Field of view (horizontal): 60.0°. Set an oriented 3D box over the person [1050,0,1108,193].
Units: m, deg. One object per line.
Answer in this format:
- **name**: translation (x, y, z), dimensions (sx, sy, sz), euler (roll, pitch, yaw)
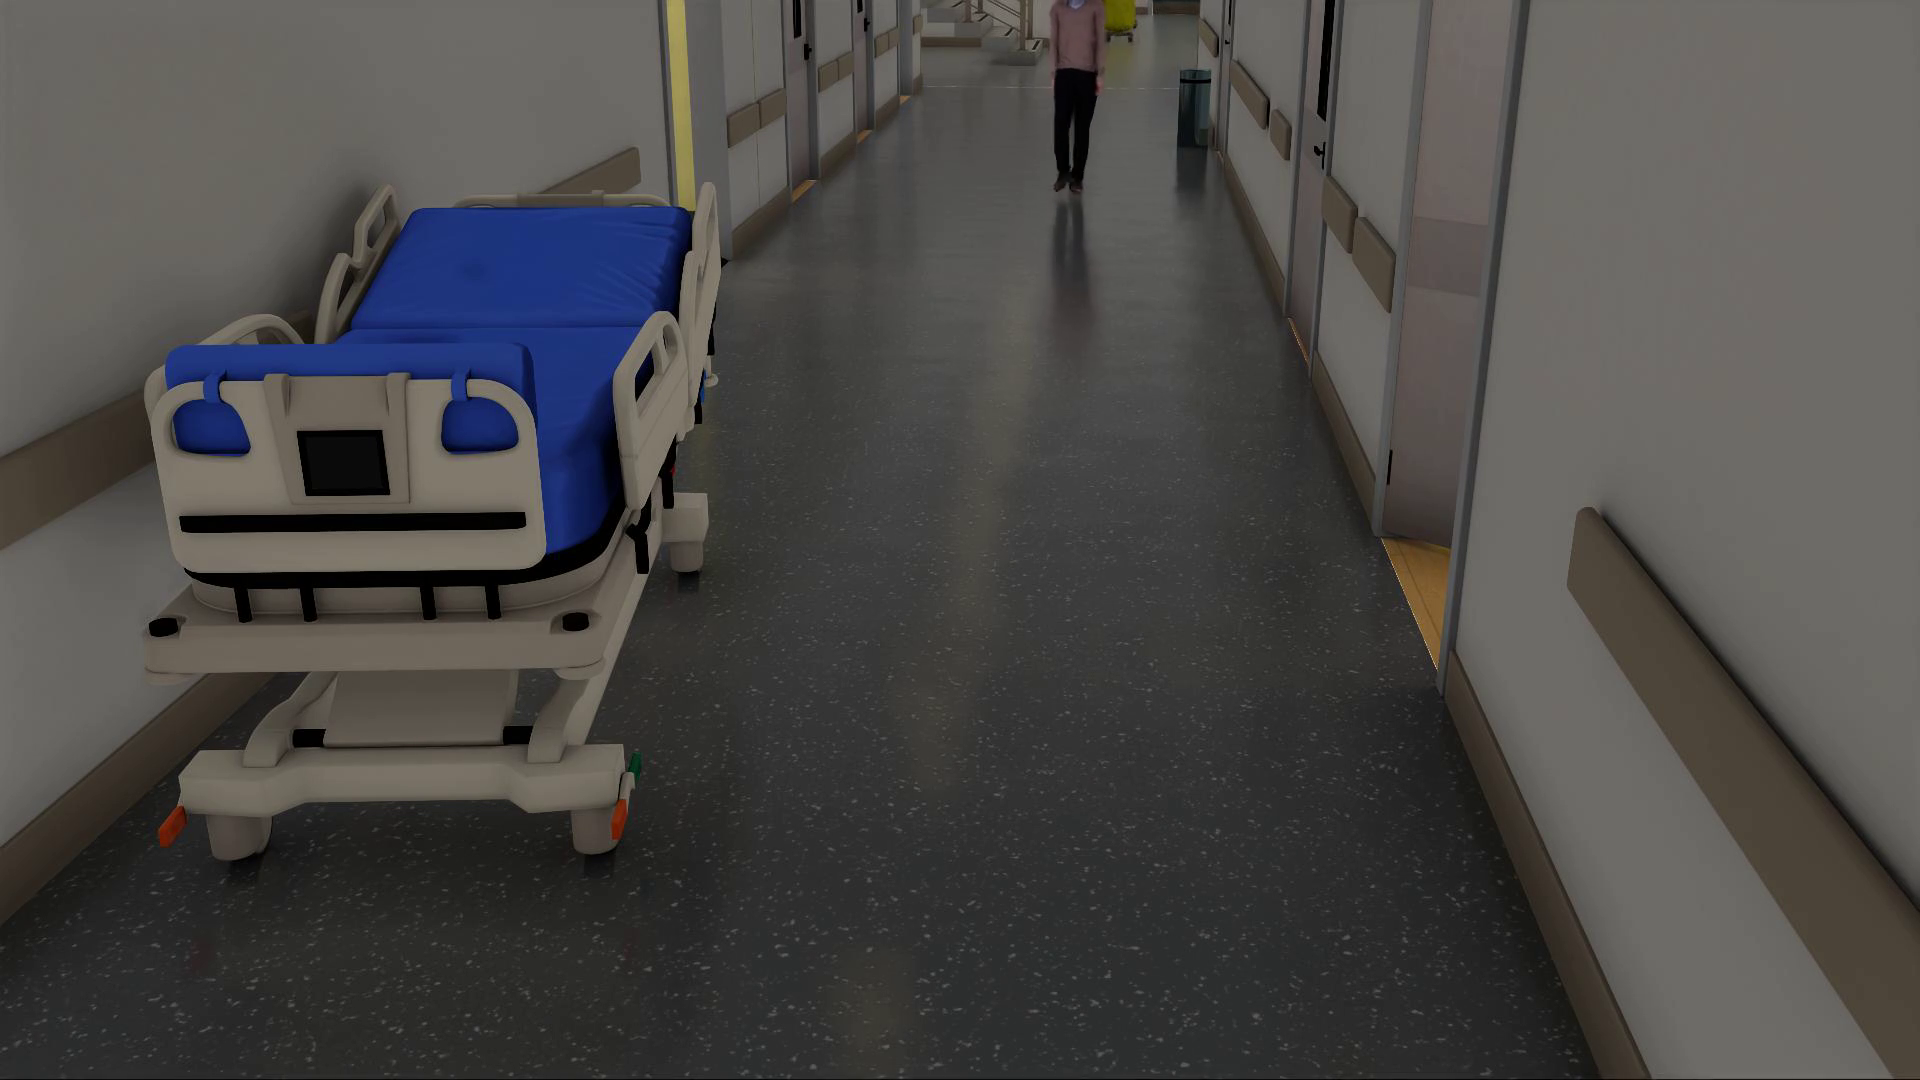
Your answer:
- **person**: translation (0.957, -3.688, 13.264), dimensions (0.603, 1.794, 0.714), euler (4, 21, 11)
